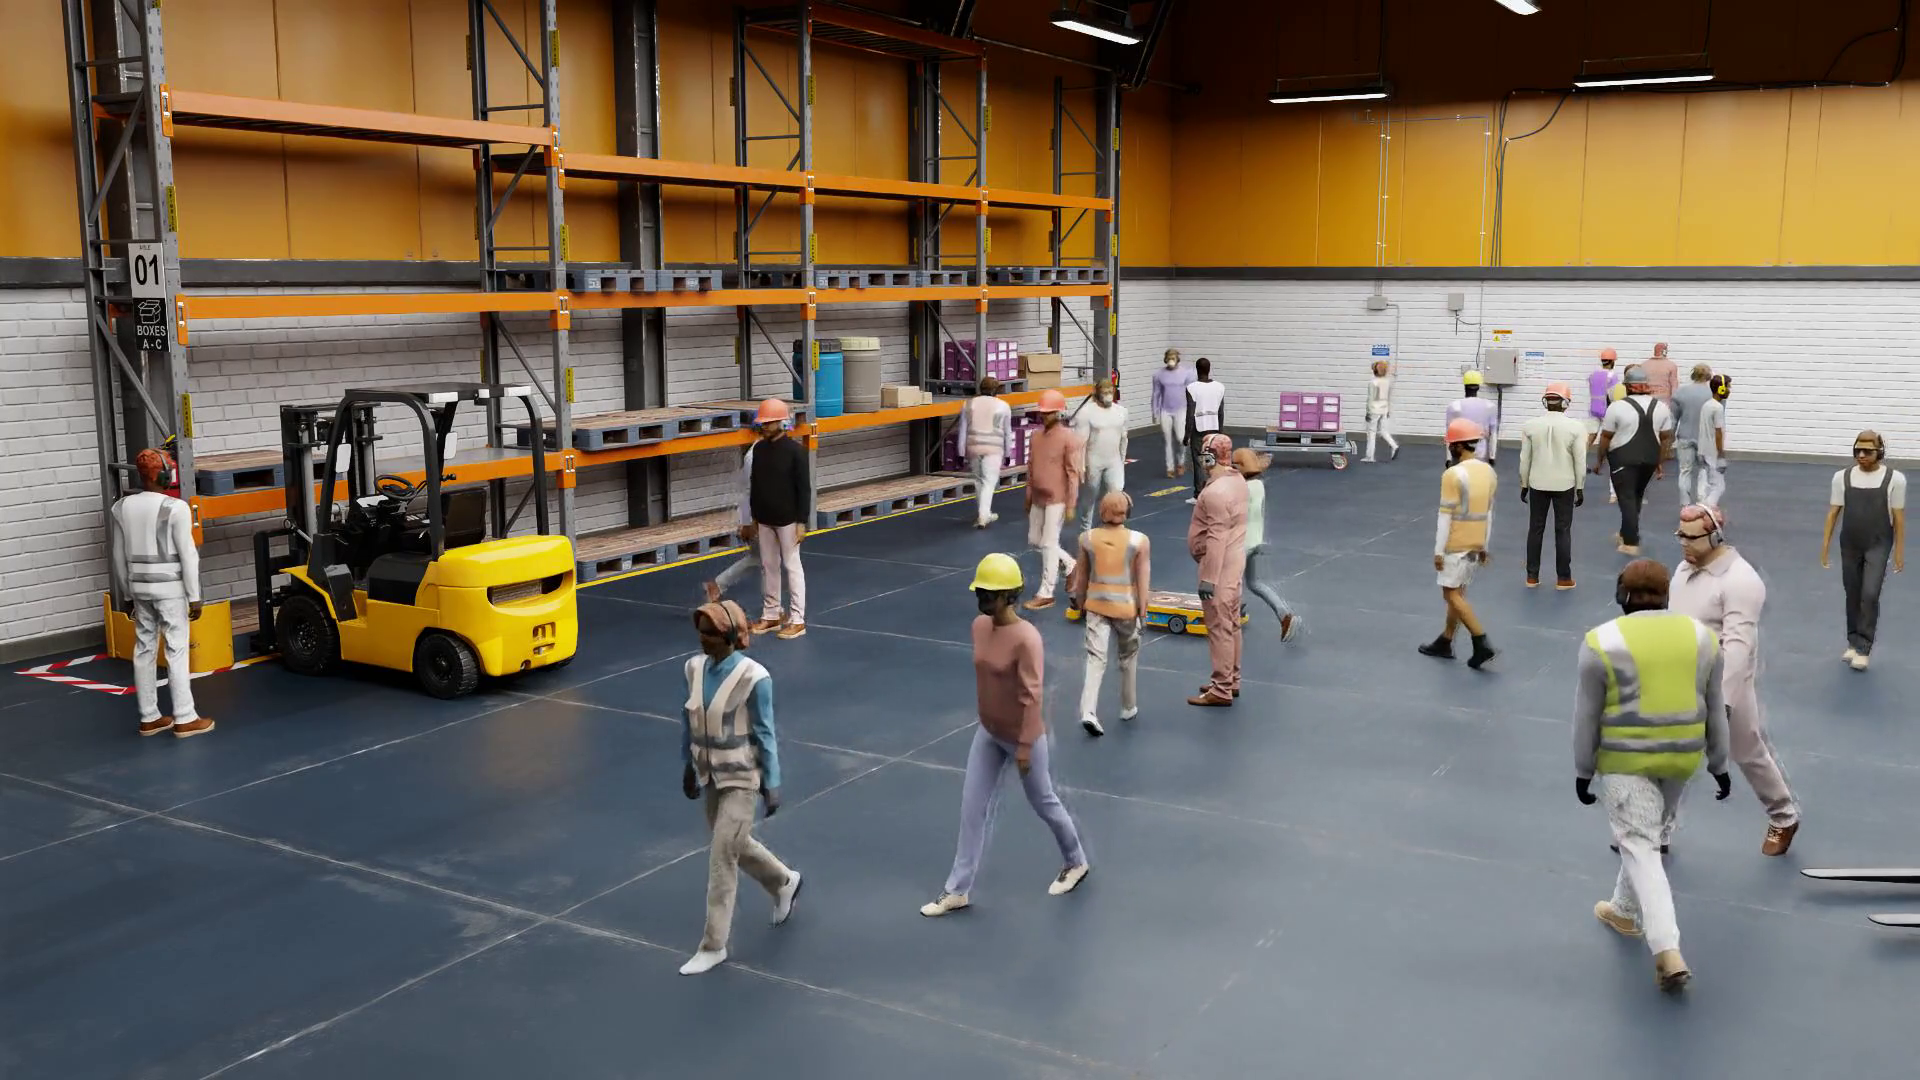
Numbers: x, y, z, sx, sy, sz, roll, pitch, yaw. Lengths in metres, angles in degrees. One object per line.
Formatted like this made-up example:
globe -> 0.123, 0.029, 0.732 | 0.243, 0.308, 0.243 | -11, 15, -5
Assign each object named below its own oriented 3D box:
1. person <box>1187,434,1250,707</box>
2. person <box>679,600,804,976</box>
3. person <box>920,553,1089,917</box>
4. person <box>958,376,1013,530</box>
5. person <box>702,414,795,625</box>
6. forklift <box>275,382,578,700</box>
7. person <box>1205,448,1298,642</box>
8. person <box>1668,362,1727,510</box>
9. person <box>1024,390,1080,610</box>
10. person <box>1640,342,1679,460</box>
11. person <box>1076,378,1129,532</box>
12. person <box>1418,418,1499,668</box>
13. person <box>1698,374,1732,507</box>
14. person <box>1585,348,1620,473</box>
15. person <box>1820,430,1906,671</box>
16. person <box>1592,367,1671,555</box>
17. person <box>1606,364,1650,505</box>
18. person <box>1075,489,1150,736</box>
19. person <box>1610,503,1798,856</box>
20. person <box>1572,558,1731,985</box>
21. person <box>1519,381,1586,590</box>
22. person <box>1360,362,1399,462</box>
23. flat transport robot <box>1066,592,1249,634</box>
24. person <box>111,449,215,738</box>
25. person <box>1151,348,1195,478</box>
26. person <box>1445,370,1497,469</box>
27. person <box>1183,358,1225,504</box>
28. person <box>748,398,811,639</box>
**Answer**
person -> 1.786, 0.209, 11.609 | 0.399, 1.903, 0.643 | 4, 10, 24
person -> -0.971, 1.038, 7.349 | 0.524, 1.611, 0.753 | 8, 12, 40
person -> 0.265, 0.898, 7.886 | 0.912, 1.721, 0.537 | -7, 11, -37
person -> 0.293, -1.032, 19.712 | 0.629, 1.804, 0.901 | 3, 10, 19
person -> -1.817, -0.211, 14.290 | 0.839, 1.900, 0.617 | 2, 9, 11
forklift -> -3.974, -0.067, 12.417 | 2.313, 2.155, 1.214 | 5, 11, 30
person -> 2.370, 0.057, 13.471 | 0.698, 1.613, 0.507 | 7, 11, 35
person -> 9.065, -1.227, 20.515 | 0.644, 1.926, 0.426 | 4, 10, 24
person -> 0.861, -0.378, 15.014 | 0.709, 1.976, 0.631 | -7, 11, -37
person -> 11.277, -2.234, 26.860 | 0.638, 1.902, 0.406 | 8, 12, 42
person -> 1.549, -0.819, 18.102 | 0.651, 1.879, 1.060 | -3, 10, -17
person -> 3.868, 0.022, 12.744 | 0.560, 1.913, 0.771 | -6, 11, -35
person -> 8.614, -0.958, 19.013 | 0.381, 1.861, 0.558 | 2, 9, 11
person -> 9.705, -1.931, 25.019 | 0.908, 1.892, 0.562 | -5, 10, -28
person -> 6.858, 0.077, 12.675 | 0.546, 1.815, 0.759 | 8, 12, 43
person -> 7.223, -0.892, 18.045 | 0.695, 2.000, 0.919 | -2, 9, -9
person -> 8.730, -1.374, 21.668 | 0.429, 1.845, 0.621 | -6, 11, -31
person -> 0.985, 0.469, 10.913 | 0.523, 1.599, 0.815 | 3, 10, 20
person -> 3.924, 0.729, 8.541 | 0.982, 1.859, 0.686 | -2, 9, -12
person -> 3.015, 0.980, 7.204 | 0.677, 1.786, 0.955 | -1, 9, -7
person -> 5.657, -0.517, 15.877 | 0.611, 1.985, 0.393 | 6, 11, 32
person -> 6.663, -2.017, 26.370 | 0.525, 1.619, 0.580 | -7, 11, -35
flat transport robot -> 1.693, 0.593, 14.281 | 1.431, 0.197, 0.652 | 5, 11, 30
person -> -5.187, 0.348, 10.796 | 0.576, 1.881, 0.354 | 2, 9, 14
person -> 3.115, -1.856, 24.414 | 0.662, 1.925, 0.433 | 4, 10, 22
person -> 5.946, -1.027, 19.345 | 0.594, 1.900, 0.818 | 1, 9, 4
person -> 3.185, -1.412, 21.675 | 0.591, 1.916, 0.379 | -5, 10, -27
person -> -1.513, -0.179, 13.745 | 0.623, 1.990, 0.400 | 7, 11, 37
